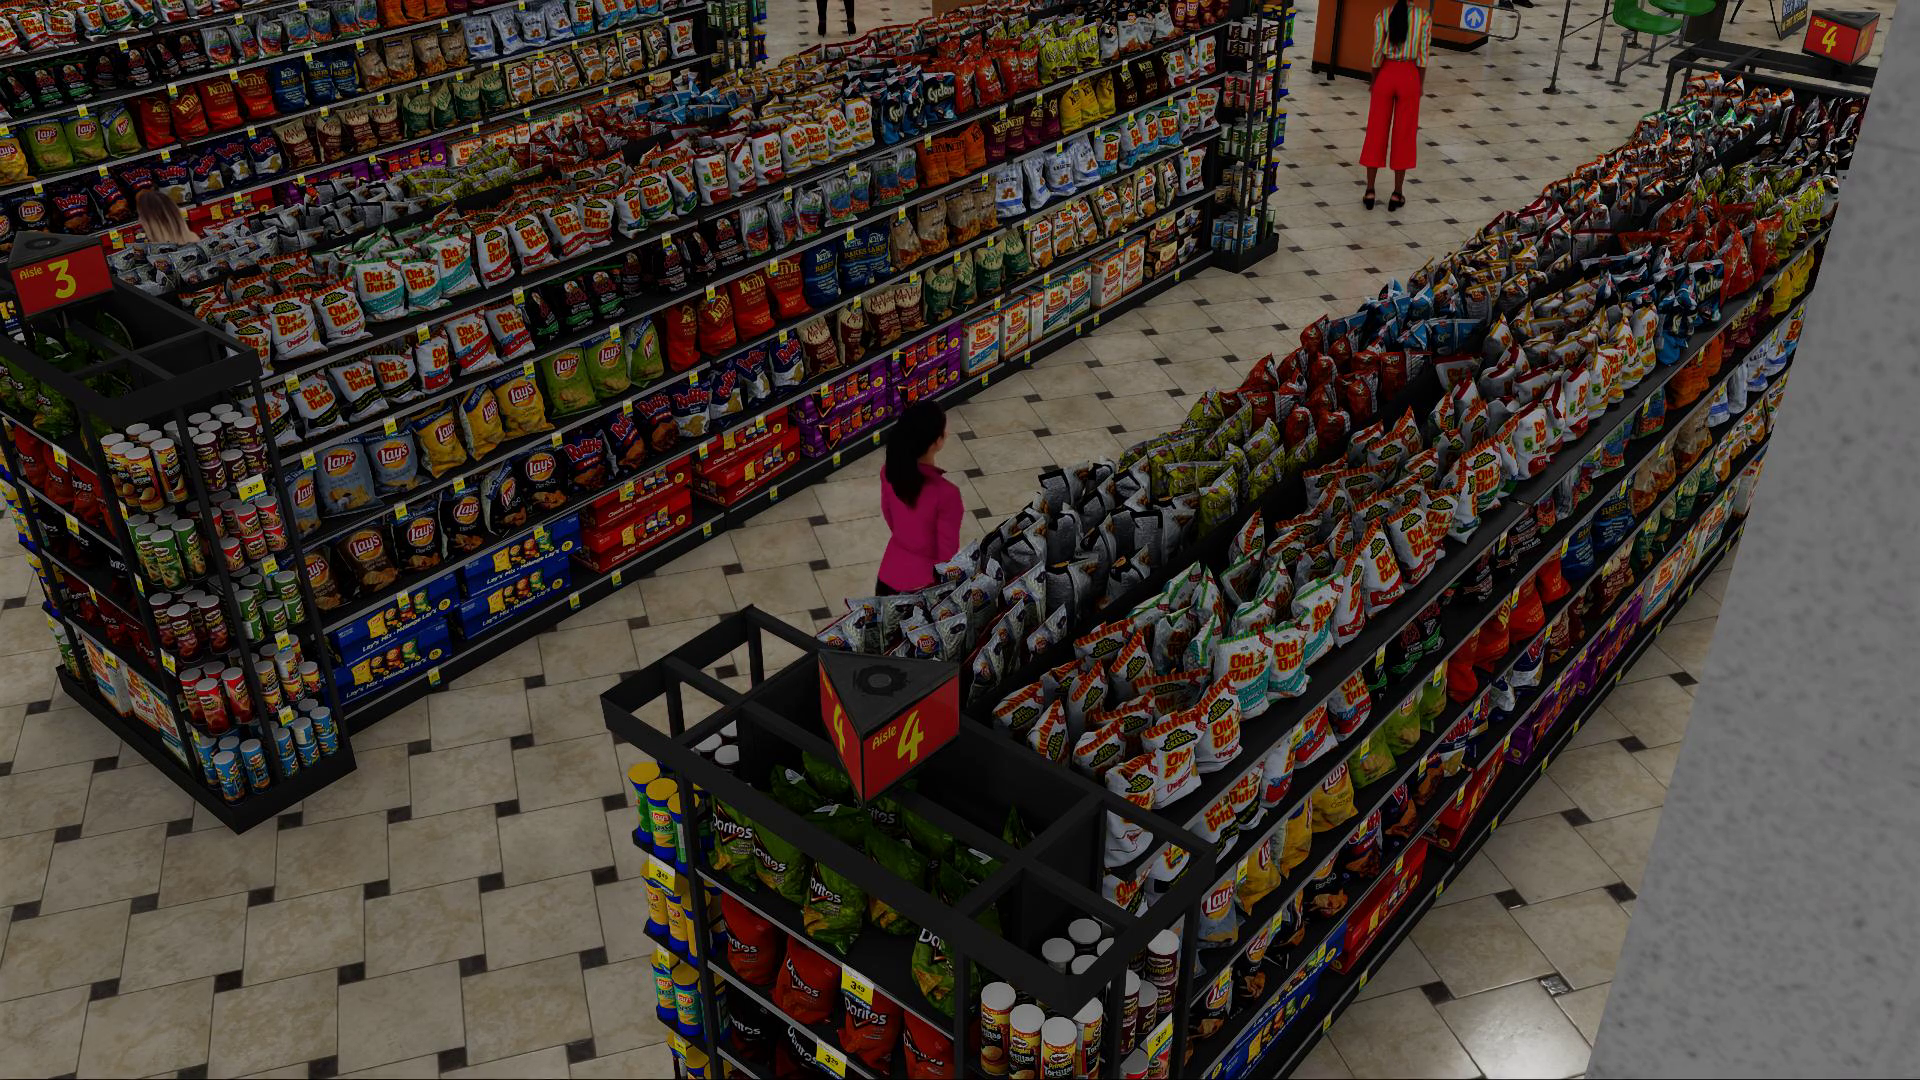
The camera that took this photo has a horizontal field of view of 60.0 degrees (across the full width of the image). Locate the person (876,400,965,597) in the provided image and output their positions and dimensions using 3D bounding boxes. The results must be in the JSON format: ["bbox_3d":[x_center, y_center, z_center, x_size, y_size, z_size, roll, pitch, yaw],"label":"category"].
[{"bbox_3d":[-0.232,0.238,6.789,0.662,1.660,1.134,20,37,29],"label":"person"}]

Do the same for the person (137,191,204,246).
[{"bbox_3d":[-4.039,-1.030,8.803,0.732,1.685,0.610,8,33,13],"label":"person"}]

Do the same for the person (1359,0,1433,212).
[{"bbox_3d":[3.259,-3.357,12.441,0.672,1.792,0.652,10,33,16],"label":"person"}]

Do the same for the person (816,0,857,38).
[{"bbox_3d":[-1.278,-5.977,16.607,0.750,1.841,0.812,-3,32,-5],"label":"person"}]

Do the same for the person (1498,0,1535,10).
[{"bbox_3d":[6.036,-6.580,17.596,0.666,1.818,0.802,-11,34,-17],"label":"person"}]
